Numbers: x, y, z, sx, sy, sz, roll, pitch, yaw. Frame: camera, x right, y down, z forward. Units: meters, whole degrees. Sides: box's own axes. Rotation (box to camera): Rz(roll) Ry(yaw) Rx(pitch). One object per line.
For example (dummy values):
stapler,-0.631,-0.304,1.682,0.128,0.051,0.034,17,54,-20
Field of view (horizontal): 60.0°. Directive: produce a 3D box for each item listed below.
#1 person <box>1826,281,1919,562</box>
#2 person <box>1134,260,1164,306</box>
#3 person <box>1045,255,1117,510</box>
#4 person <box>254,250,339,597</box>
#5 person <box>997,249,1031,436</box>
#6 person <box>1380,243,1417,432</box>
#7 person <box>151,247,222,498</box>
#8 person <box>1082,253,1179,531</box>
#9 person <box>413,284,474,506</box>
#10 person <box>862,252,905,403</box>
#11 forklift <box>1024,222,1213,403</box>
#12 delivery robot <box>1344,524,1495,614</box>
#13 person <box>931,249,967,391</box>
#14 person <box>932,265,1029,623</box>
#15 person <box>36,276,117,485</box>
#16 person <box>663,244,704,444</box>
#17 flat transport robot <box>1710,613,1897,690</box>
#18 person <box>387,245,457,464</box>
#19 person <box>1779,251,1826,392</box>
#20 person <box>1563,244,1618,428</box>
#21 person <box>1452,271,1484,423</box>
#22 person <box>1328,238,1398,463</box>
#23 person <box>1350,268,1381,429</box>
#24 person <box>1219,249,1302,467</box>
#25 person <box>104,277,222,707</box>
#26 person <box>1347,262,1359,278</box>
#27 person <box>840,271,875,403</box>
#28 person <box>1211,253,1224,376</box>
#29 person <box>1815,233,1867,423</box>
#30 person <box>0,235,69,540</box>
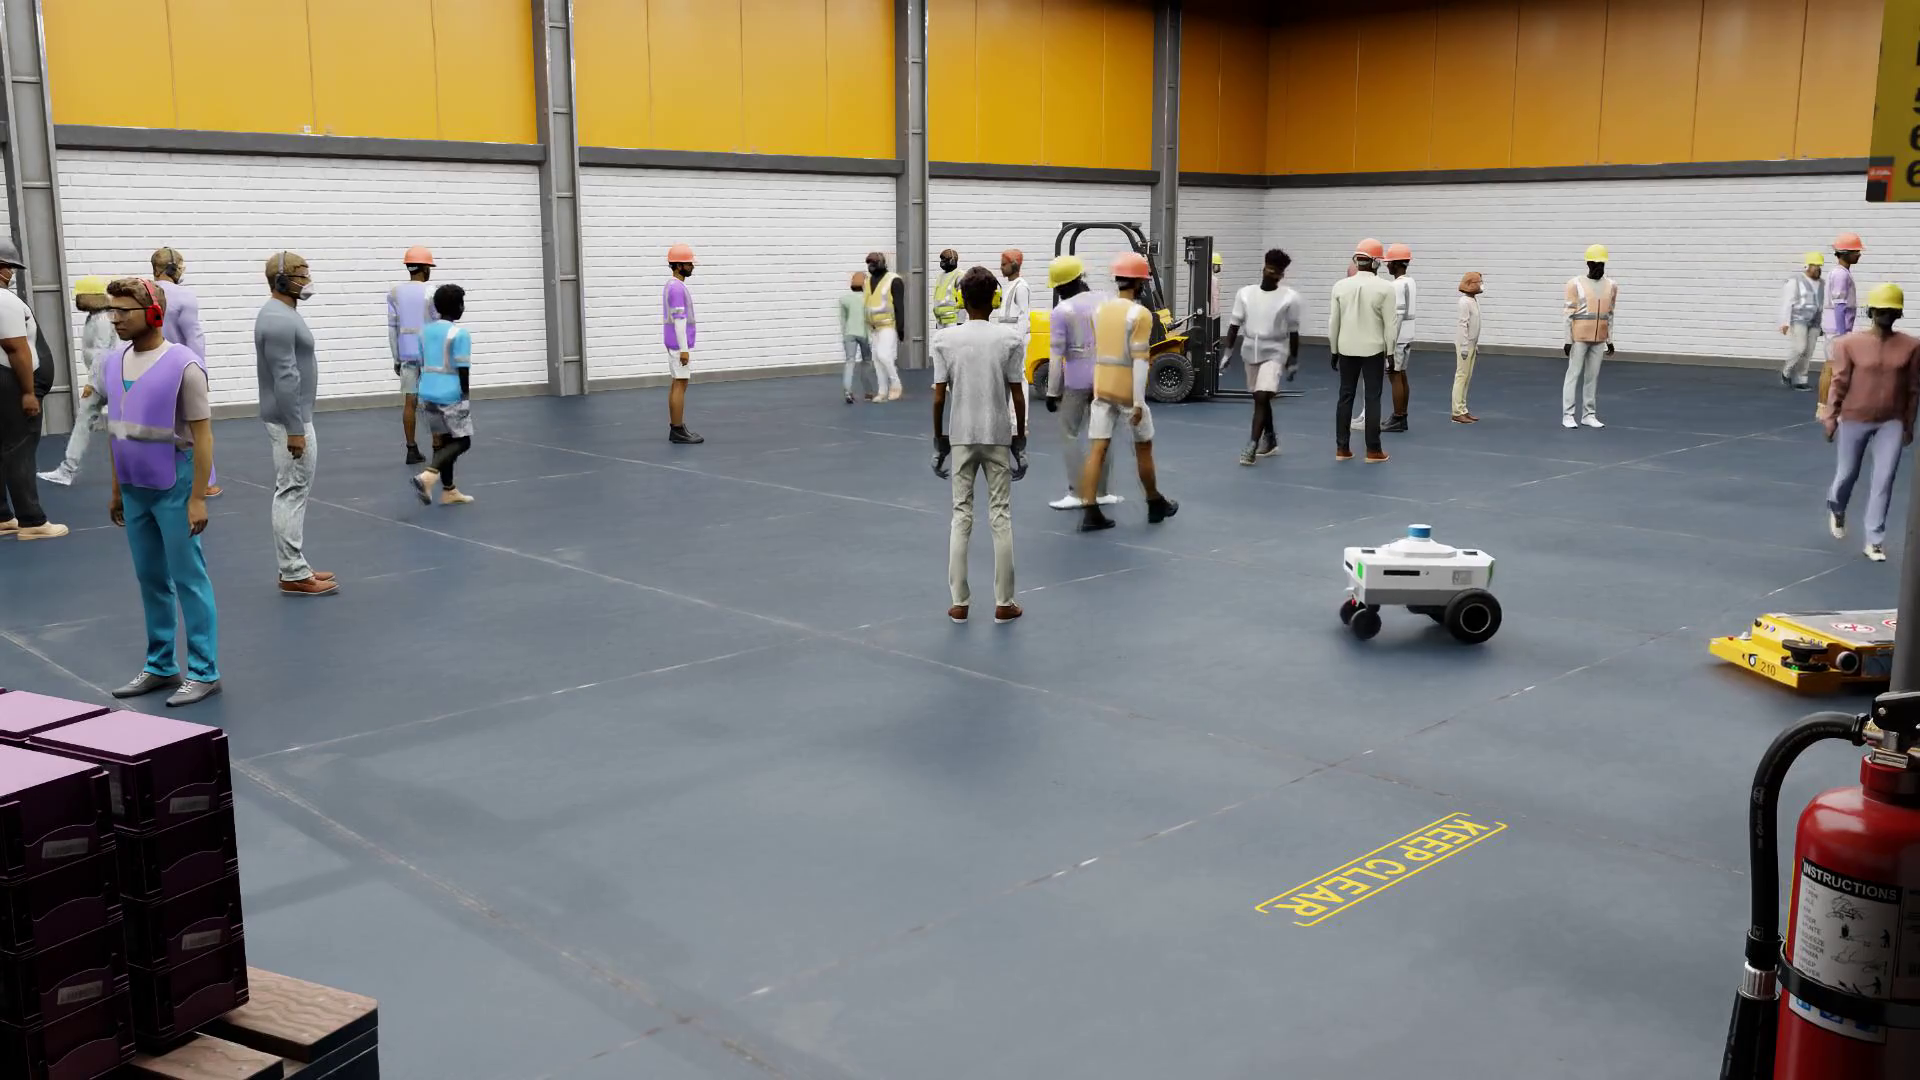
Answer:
person,5.799,-0.777,10.593,0.533,1.739,0.753,3,11,17
person,3.004,-3.640,26.504,0.498,1.634,0.278,3,11,14
person,0.944,-1.169,12.387,0.699,1.877,0.378,-7,12,-33
person,-3.760,-0.653,9.380,0.357,1.938,0.638,-4,11,-21
person,0.539,-2.002,16.890,0.355,1.883,0.573,-2,11,-11
person,4.492,-2.078,17.158,0.357,1.934,0.551,6,12,28
person,-6.033,-1.268,12.752,0.627,1.934,0.370,3,11,18
person,1.173,-1.029,11.540,0.568,1.889,0.943,10,14,43
person,-3.833,-1.043,12.223,0.554,1.673,0.566,7,13,34
person,-0.958,-2.557,20.082,0.638,1.825,0.451,9,14,41
forklift,1.935,-2.847,20.651,2.313,2.155,1.214,2,11,13
delivery robot,2.316,0.165,8.424,0.707,0.478,0.477,1,10,1
person,-0.140,-2.869,21.732,0.429,1.842,0.634,-6,12,-31
person,0.106,-0.489,8.695,0.511,1.866,0.329,1,10,6
person,-6.978,-1.277,13.458,0.497,1.689,0.939,10,14,44
person,-2.707,-1.909,16.234,0.356,1.937,0.552,-3,11,-15
flat transport robot,4.324,0.490,7.694,1.431,0.197,0.652,-1,10,-9
person,-4.760,-1.633,14.734,0.550,1.933,0.375,2,11,9
person,10.971,-2.826,21.551,0.625,1.818,0.416,-3,11,-15
person,6.631,-2.136,17.501,0.589,1.927,0.386,-2,11,-12
person,5.516,-2.087,18.029,0.280,1.636,0.501,6,12,29
person,3.614,-1.692,14.897,0.623,1.992,0.396,7,13,34
person,4.281,-2.098,17.404,0.353,1.886,0.573,2,11,9
person,2.725,-1.637,14.856,0.632,1.908,0.987,7,13,35
person,-3.461,-0.210,7.218,0.570,1.845,0.380,5,12,26
person,6.480,-3.804,26.664,0.401,1.904,0.651,-4,11,-22
person,-1.252,-2.465,20.210,0.500,1.603,0.798,2,11,12
person,3.624,-3.256,24.054,0.328,1.765,0.528,-3,11,-14
person,9.536,-2.289,18.021,0.370,2.044,0.608,4,11,22
person,-6.357,-1.026,11.140,0.677,2.000,0.536,6,12,29
